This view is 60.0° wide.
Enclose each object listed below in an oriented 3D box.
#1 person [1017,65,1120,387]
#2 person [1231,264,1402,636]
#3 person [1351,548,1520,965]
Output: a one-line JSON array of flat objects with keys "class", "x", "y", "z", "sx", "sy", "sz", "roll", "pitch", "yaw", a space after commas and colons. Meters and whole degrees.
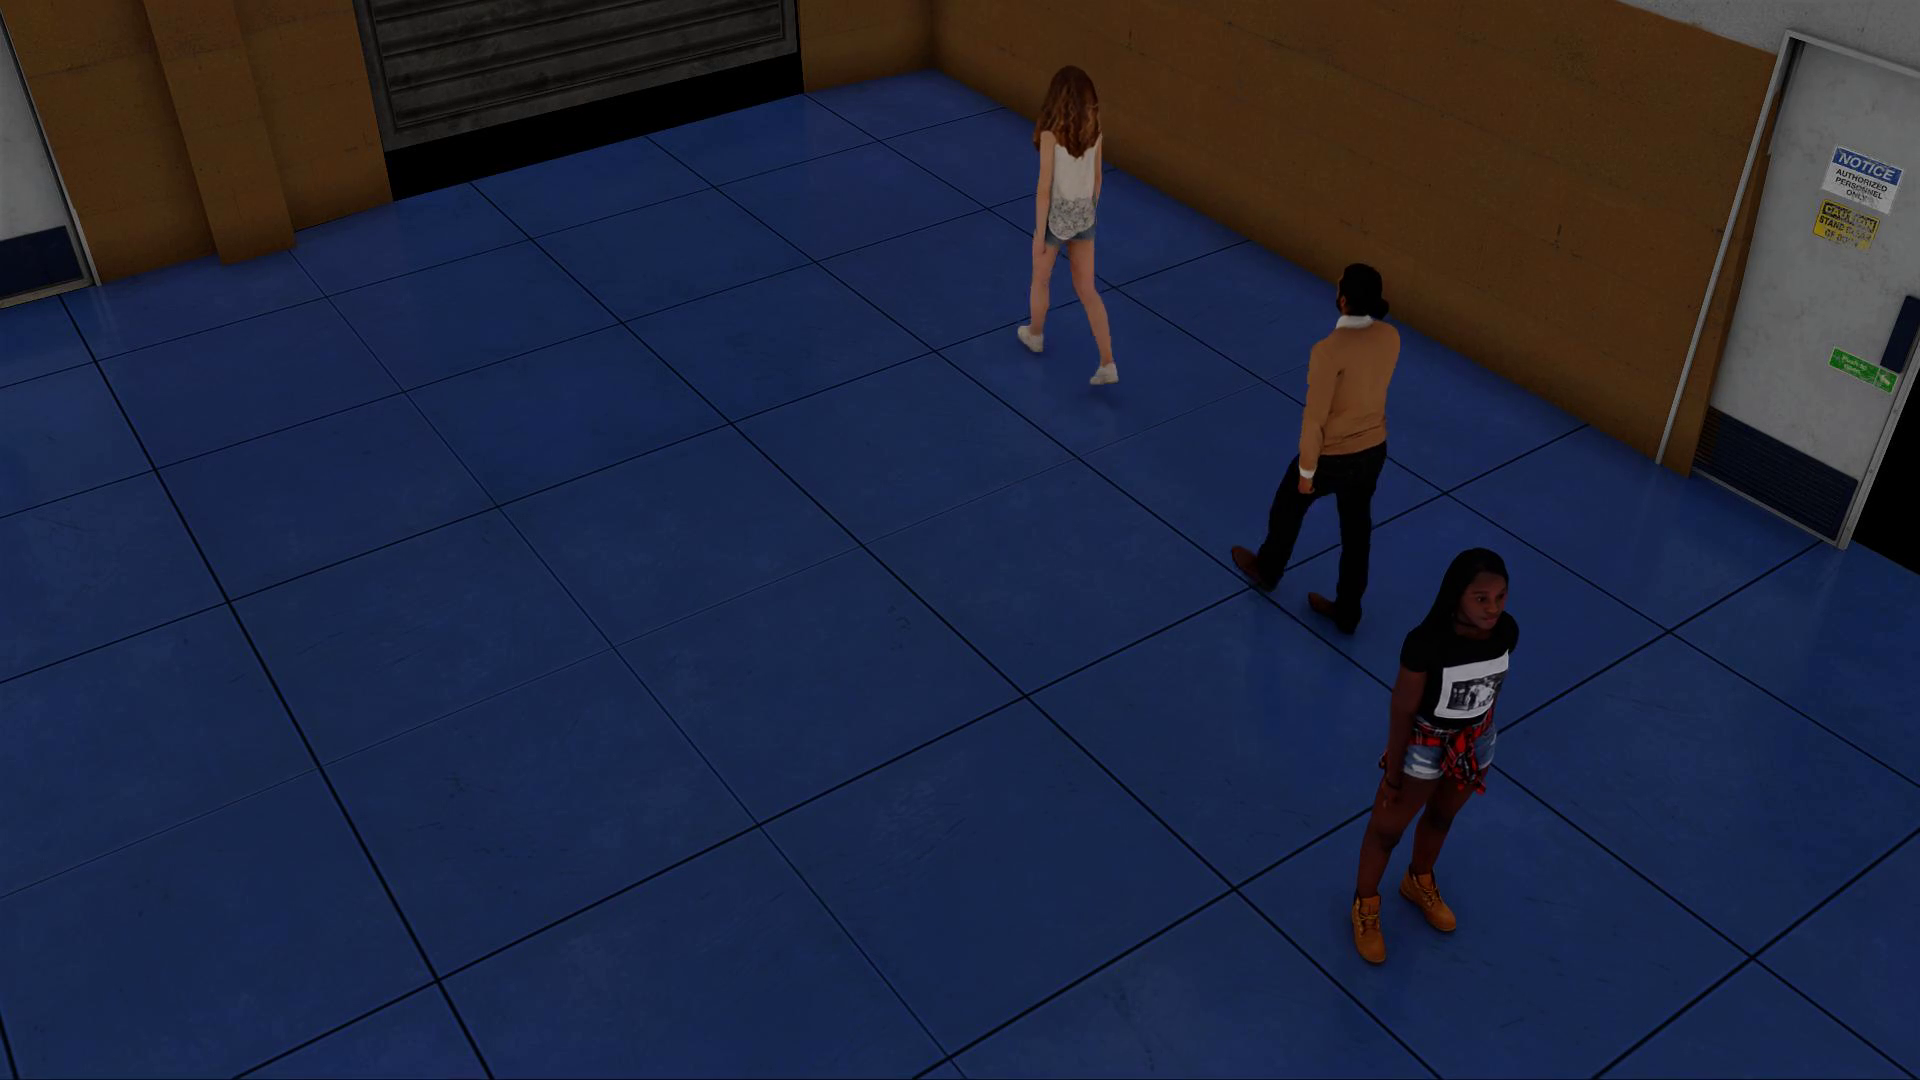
[{"class": "person", "x": 0.637, "y": -1.608, "z": 8.858, "sx": 1.103, "sy": 1.720, "sz": 0.751, "roll": -17, "pitch": 40, "yaw": -22}, {"class": "person", "x": 1.681, "y": -0.322, "z": 7.137, "sx": 0.922, "sy": 1.727, "sz": 0.797, "roll": -20, "pitch": 41, "yaw": -24}, {"class": "person", "x": 1.639, "y": 0.731, "z": 5.733, "sx": 0.593, "sy": 1.728, "sz": 0.711, "roll": -15, "pitch": 39, "yaw": -19}]
